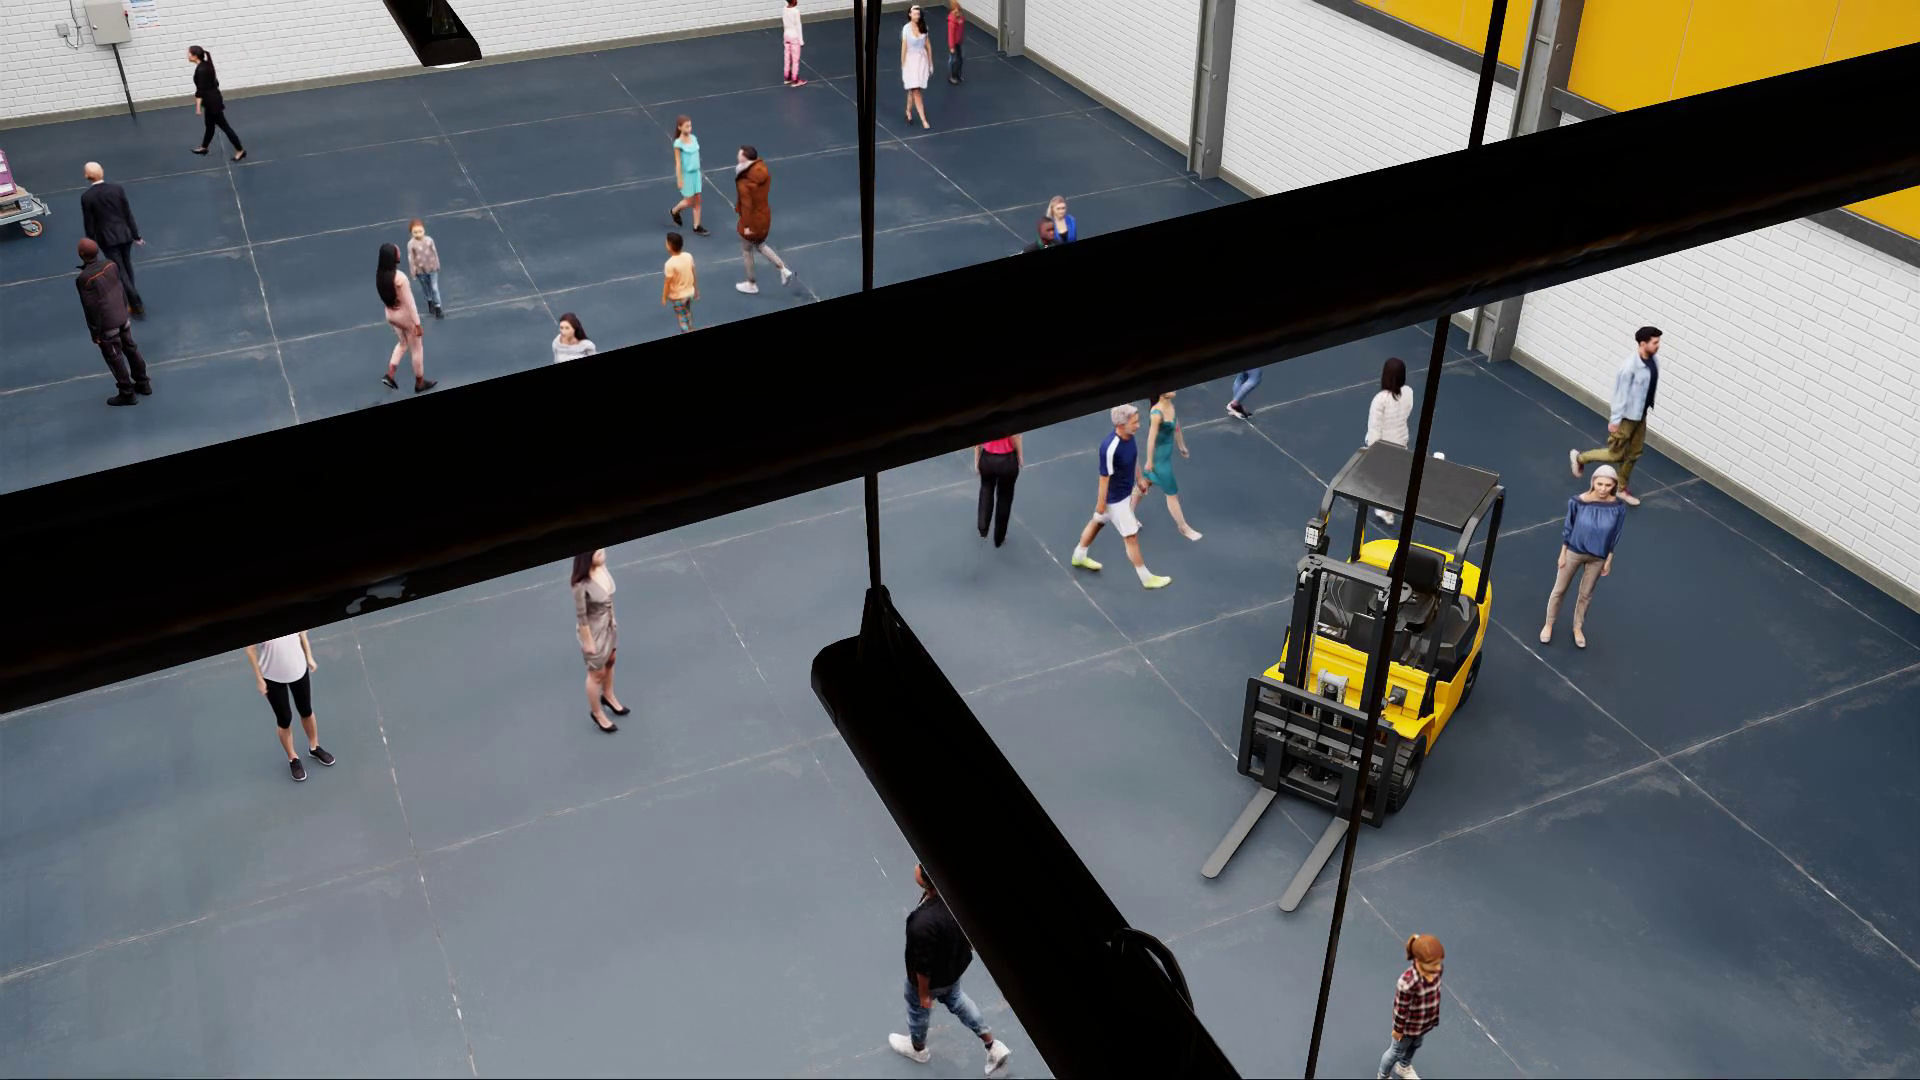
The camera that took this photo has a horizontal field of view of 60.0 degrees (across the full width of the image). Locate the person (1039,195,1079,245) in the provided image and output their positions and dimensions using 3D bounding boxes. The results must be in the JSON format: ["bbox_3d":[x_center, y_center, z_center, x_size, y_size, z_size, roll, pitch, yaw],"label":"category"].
[{"bbox_3d":[1.035,-3.060,18.520,0.627,1.687,0.646,-16,37,-22],"label":"person"}]

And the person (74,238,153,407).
[{"bbox_3d":[-8.792,-2.274,17.213,0.858,1.825,0.782,9,35,13],"label":"person"}]

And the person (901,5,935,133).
[{"bbox_3d":[-0.680,-6.881,24.193,0.631,1.773,1.131,-16,37,-22],"label":"person"}]

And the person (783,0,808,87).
[{"bbox_3d":[-2.618,-7.849,25.944,0.674,1.444,0.550,-29,43,-36],"label":"person"}]

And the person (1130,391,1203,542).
[{"bbox_3d":[1.740,-0.759,15.102,1.065,1.639,0.971,14,36,19],"label":"person"}]

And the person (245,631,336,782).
[{"bbox_3d":[-5.026,0.978,12.354,0.643,1.788,0.671,28,42,35],"label":"person"}]

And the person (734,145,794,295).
[{"bbox_3d":[-2.326,-3.713,19.382,1.086,1.821,1.002,15,36,21],"label":"person"}]

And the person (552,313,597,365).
[{"bbox_3d":[-3.700,-1.522,16.273,0.846,1.614,0.921,6,34,9],"label":"person"}]

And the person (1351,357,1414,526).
[{"bbox_3d":[3.974,-0.876,15.308,0.632,1.607,0.942,-12,36,-18],"label":"person"}]

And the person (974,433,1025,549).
[{"bbox_3d":[0.332,-0.628,14.895,0.712,1.650,0.770,10,35,14],"label":"person"}]

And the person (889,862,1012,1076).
[{"bbox_3d":[-0.058,2.558,9.971,1.174,1.796,1.023,19,38,26],"label":"person"}]

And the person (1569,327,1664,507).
[{"bbox_3d":[6.220,-1.194,15.617,0.838,1.794,1.059,-24,41,-32],"label":"person"}]

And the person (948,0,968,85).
[{"bbox_3d":[-0.084,-7.763,25.955,0.653,1.291,0.605,22,40,30],"label":"person"}]

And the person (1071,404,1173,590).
[{"bbox_3d":[1.271,-0.405,14.448,1.223,1.773,1.156,12,35,17],"label":"person"}]

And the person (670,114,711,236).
[{"bbox_3d":[-3.466,-4.621,20.995,0.908,1.548,0.779,20,39,28],"label":"person"}]

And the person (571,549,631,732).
[{"bbox_3d":[-2.798,0.704,12.805,0.713,1.745,0.639,9,35,13],"label":"person"}]

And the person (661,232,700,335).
[{"bbox_3d":[-2.965,-2.631,18.093,0.861,1.446,0.746,21,39,28],"label":"person"}]

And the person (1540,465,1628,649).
[{"bbox_3d":[5.156,0.120,13.727,0.709,1.697,0.748,7,34,10],"label":"person"}]

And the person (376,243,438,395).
[{"bbox_3d":[-5.862,-2.258,17.295,0.902,1.709,0.916,22,39,29],"label":"person"}]

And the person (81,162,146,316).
[{"bbox_3d":[-9.629,-3.405,18.969,1.198,1.765,0.973,28,43,35],"label":"person"}]

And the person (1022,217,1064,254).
[{"bbox_3d":[0.827,-2.610,17.725,0.754,1.819,1.044,-19,38,-26],"label":"person"}]

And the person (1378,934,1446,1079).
[{"bbox_3d":[2.721,2.840,9.989,0.556,1.305,0.553,-22,39,-29],"label":"person"}]

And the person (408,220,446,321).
[{"bbox_3d":[-6.144,-3.130,19.098,0.513,1.165,0.792,-13,36,-19],"label":"person"}]

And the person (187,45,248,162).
[{"bbox_3d":[-10.243,-6.009,23.014,0.912,1.624,1.048,-3,34,-4],"label":"person"}]
